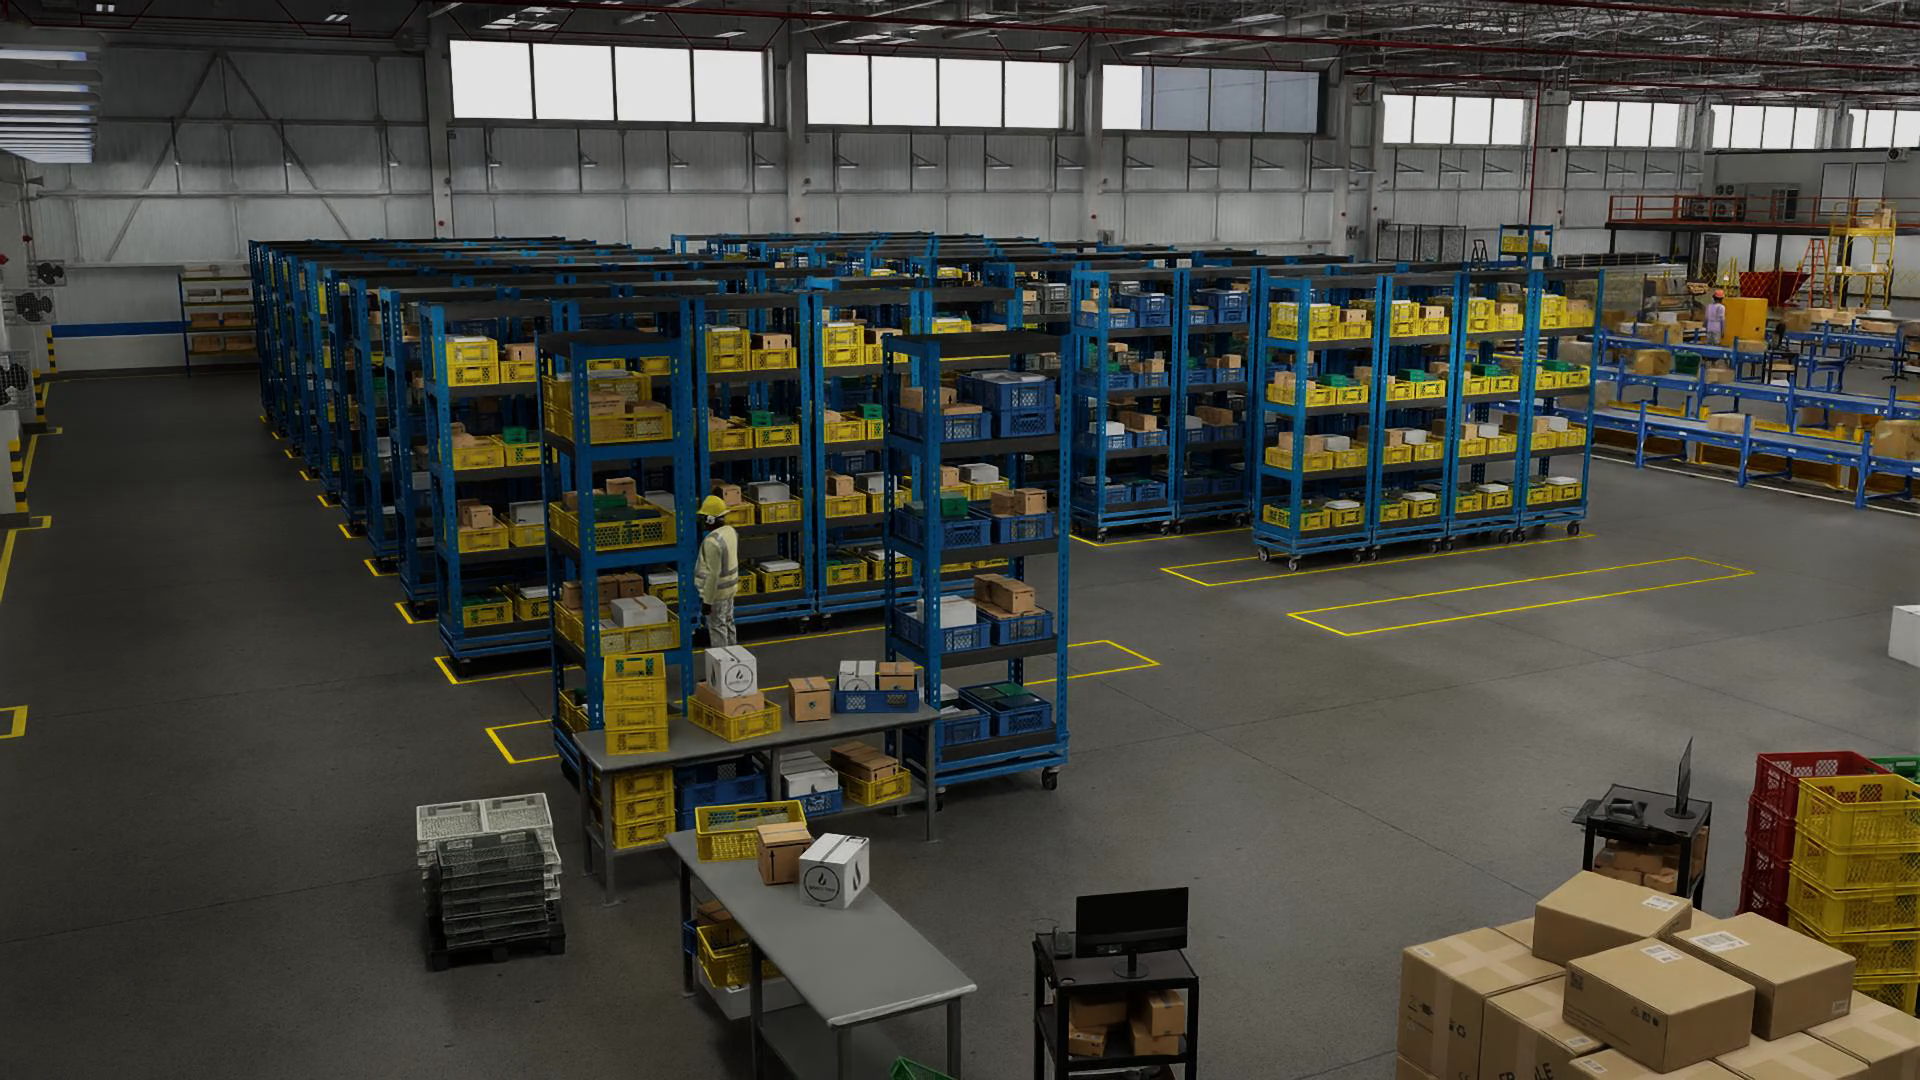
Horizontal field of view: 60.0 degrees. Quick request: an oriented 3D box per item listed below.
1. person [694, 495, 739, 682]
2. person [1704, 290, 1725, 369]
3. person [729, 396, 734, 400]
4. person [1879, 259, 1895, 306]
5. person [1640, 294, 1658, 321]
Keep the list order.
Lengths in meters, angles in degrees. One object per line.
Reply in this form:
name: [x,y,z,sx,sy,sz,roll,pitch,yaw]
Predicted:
person: [-2.302,0.482,15.724,0.404,1.833,0.590,2,12,11]
person: [19.410,-5.398,42.731,0.378,2.044,0.607,-5,13,-22]
person: [-3.910,-2.268,28.608,0.571,1.818,0.710,-6,13,-25]
person: [36.181,-10.029,64.855,0.513,1.845,0.334,-9,15,-35]
person: [20.471,-6.728,49.412,1.035,1.852,0.662,-4,13,-20]
